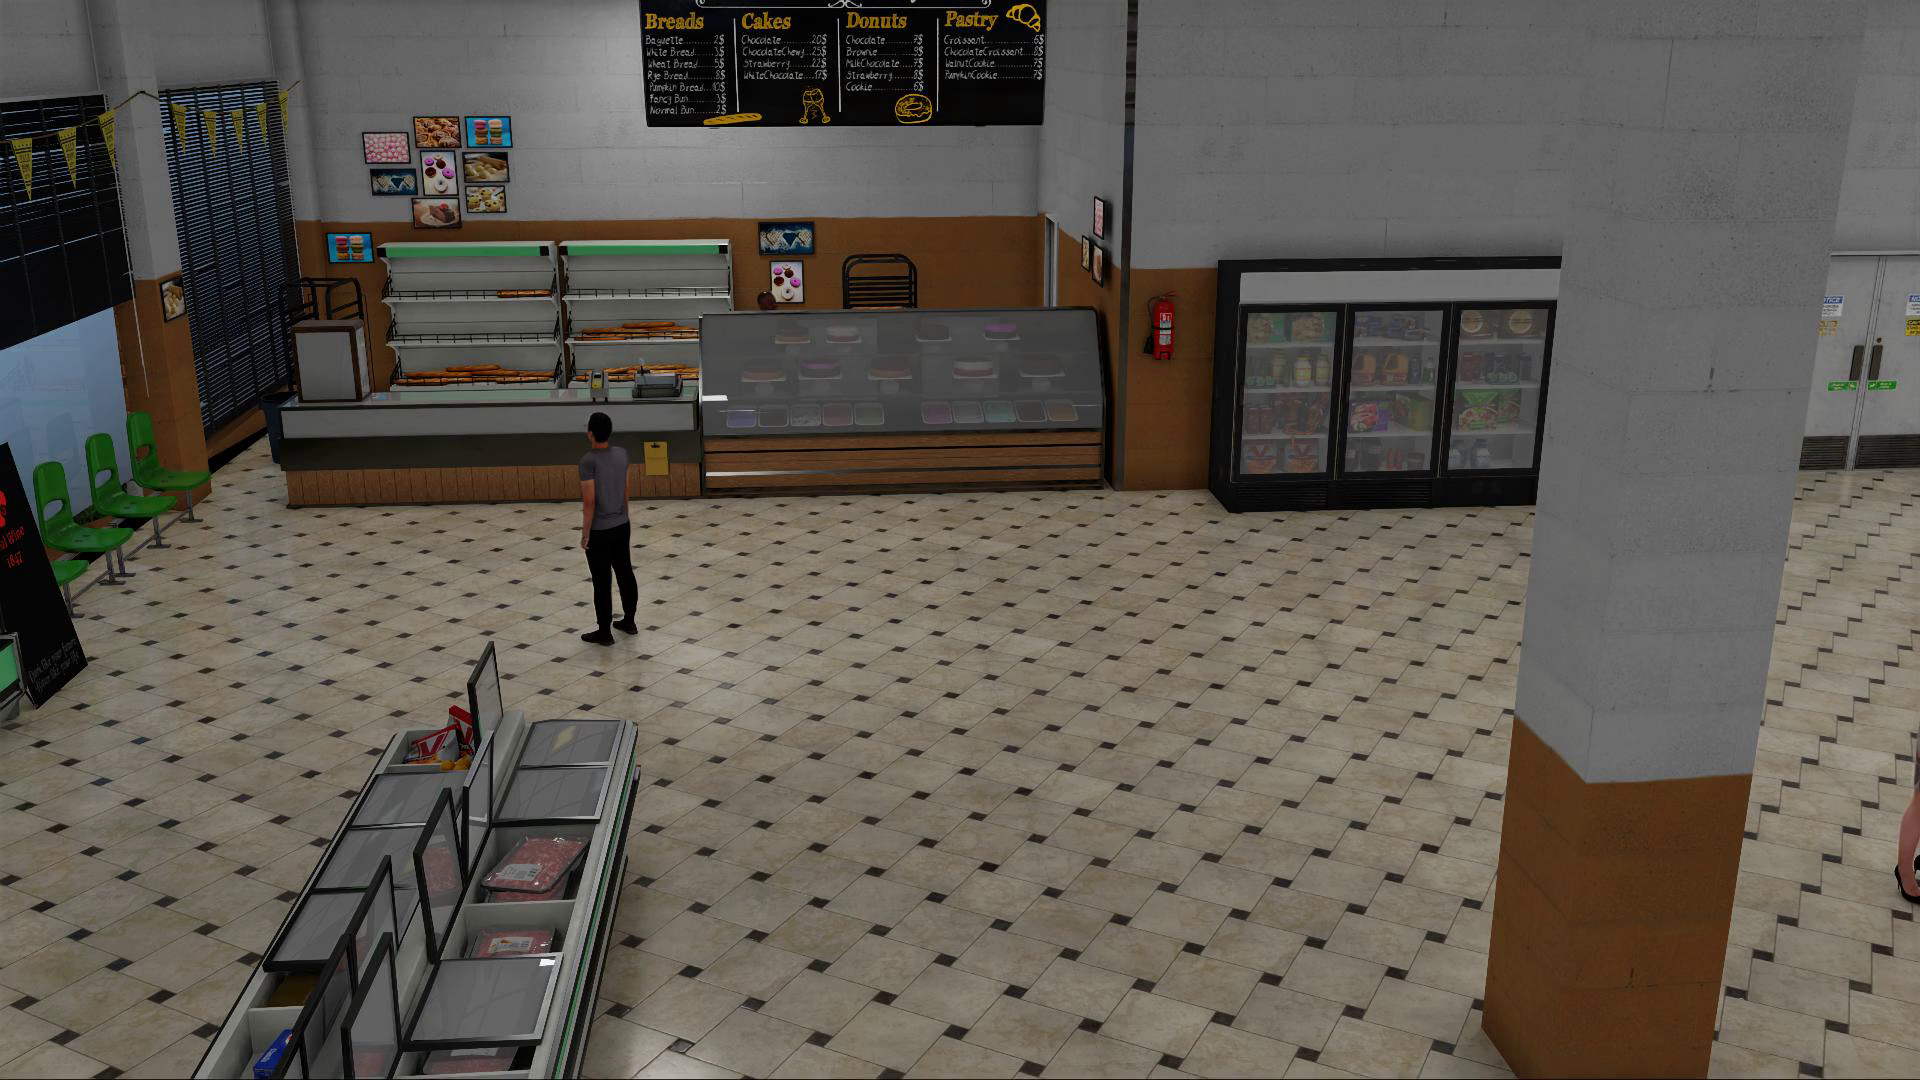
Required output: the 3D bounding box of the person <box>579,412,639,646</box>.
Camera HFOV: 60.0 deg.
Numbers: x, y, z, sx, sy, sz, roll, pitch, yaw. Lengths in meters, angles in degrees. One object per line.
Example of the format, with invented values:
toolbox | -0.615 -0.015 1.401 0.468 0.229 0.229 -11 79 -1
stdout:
person | -2.637 -0.103 12.418 0.762 1.755 0.680 11 20 32
